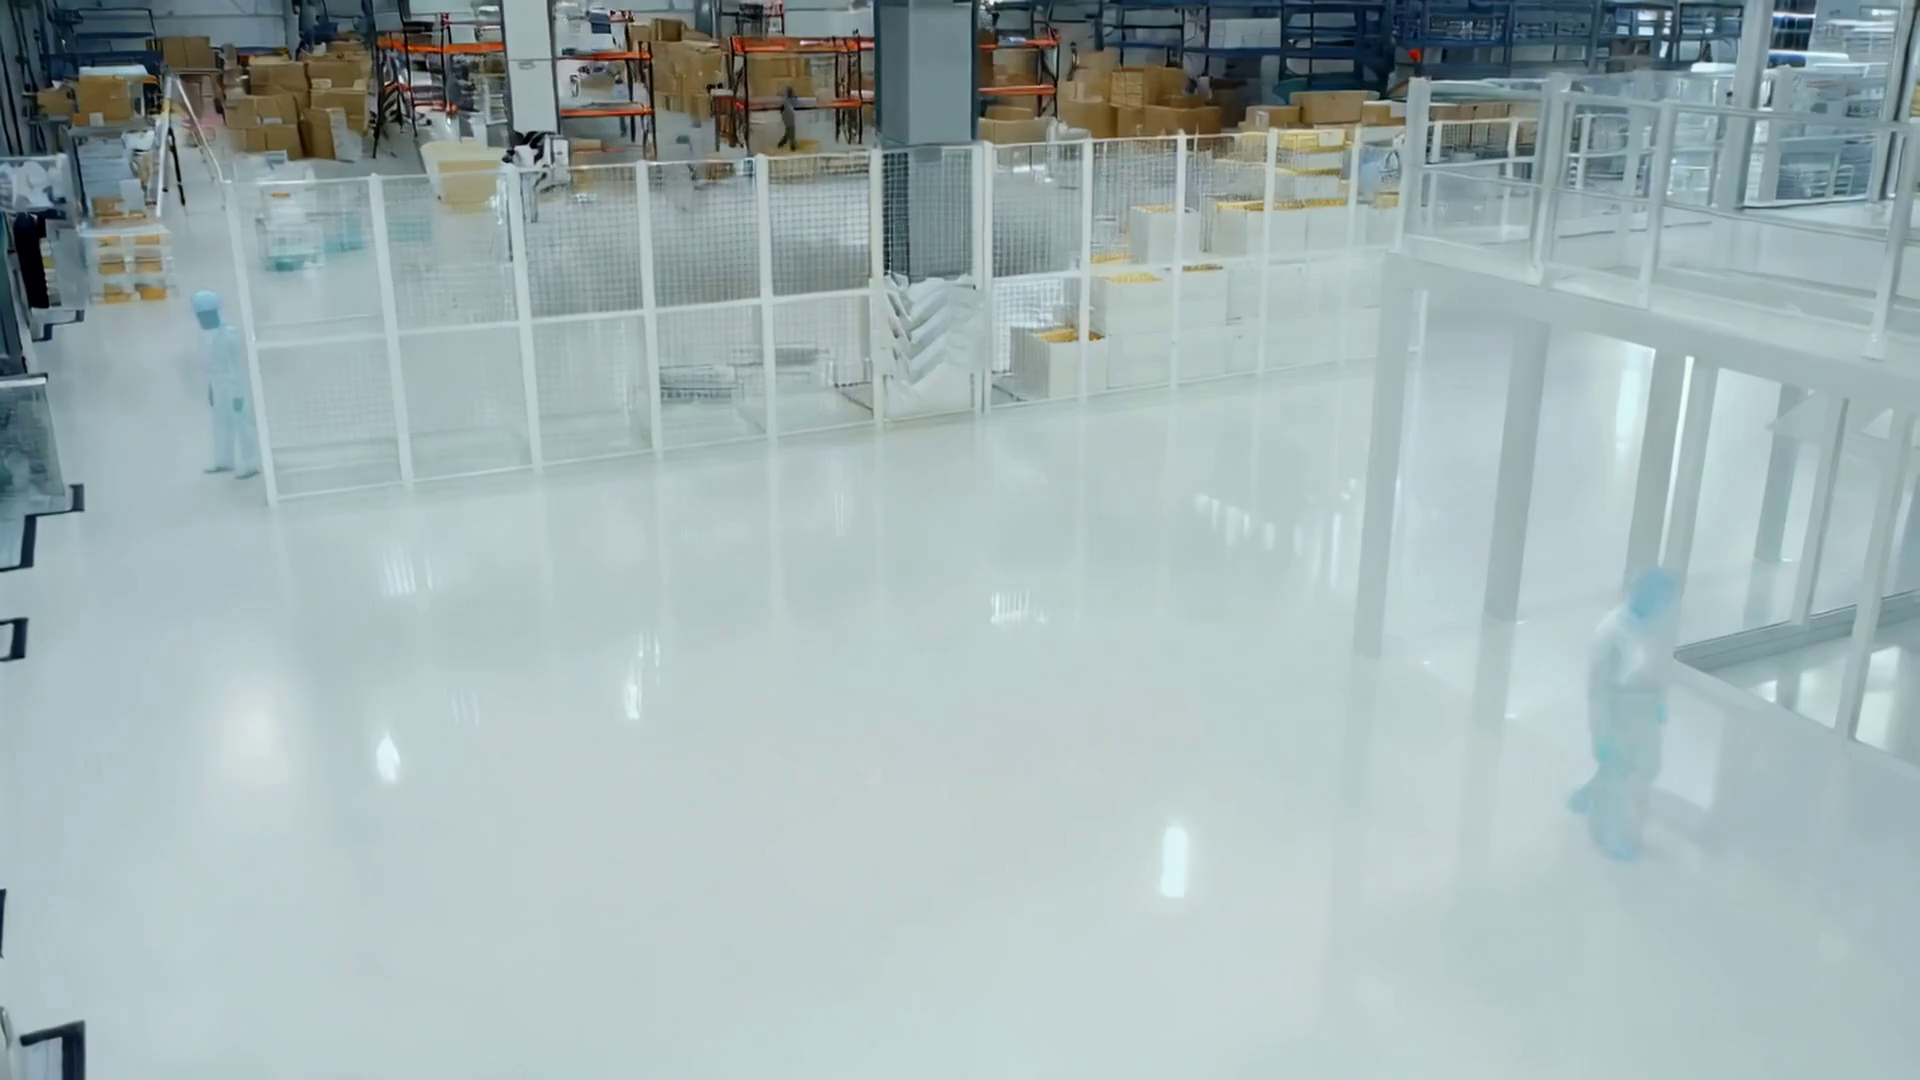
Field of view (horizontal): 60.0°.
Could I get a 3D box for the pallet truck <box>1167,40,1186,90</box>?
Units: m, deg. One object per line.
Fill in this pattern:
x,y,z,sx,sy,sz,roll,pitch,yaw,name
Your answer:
9.045,-19.971,69.895,0.823,1.965,1.885,-3,19,-8,pallet truck

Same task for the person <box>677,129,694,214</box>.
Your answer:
-5.698,-7.655,34.594,0.383,1.727,0.493,-6,20,-17,person

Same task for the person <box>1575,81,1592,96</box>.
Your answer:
18.529,-12.794,49.201,0.611,1.927,0.934,-13,23,-32,person

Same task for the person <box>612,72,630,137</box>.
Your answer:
-10.233,-13.145,50.231,0.590,1.926,0.394,-15,24,-37,person

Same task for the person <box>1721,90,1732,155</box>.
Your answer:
19.340,-10.351,42.012,0.388,1.992,0.625,11,22,30,person

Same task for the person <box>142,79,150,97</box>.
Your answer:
-25.062,-13.435,51.504,0.520,1.633,0.312,9,21,25,person

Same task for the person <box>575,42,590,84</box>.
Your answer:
-16.273,-20.472,71.542,0.649,1.883,1.036,12,22,30,person

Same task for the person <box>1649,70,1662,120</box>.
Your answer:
22.873,-14.664,54.992,0.459,1.682,0.537,-14,23,-34,person

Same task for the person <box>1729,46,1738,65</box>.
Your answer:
33.529,-20.635,72.314,0.735,1.670,0.529,-2,19,-5,person

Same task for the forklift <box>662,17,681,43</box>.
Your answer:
-12.585,-21.509,73.021,1.873,2.768,1.129,11,22,29,forklift

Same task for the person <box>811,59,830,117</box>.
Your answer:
-4.770,-15.501,57.027,0.627,1.940,0.370,-4,19,-11,person

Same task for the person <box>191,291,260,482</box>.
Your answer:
-7.338,-1.534,16.569,0.591,1.923,0.395,15,24,38,person

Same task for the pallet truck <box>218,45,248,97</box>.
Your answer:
-28.879,-18.665,66.111,0.823,1.965,1.885,-3,19,-9,pallet truck

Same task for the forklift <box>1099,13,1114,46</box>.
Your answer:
6.959,-23.585,79.039,1.873,2.768,1.129,-9,21,-25,forklift

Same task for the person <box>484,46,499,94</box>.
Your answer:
-18.472,-18.470,65.634,0.544,1.939,0.372,-11,22,-29,person

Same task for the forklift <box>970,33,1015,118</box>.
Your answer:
0.805,-15.326,55.097,1.873,2.768,1.129,-9,21,-25,forklift

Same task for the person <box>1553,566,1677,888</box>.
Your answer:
3.706,1.000,9.366,0.679,1.823,0.525,-17,26,-41,person

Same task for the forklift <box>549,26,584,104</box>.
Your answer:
-15.198,-17.705,61.995,1.873,2.768,1.129,-9,21,-25,forklift

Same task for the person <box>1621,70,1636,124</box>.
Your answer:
21.800,-14.466,54.357,0.842,1.726,0.535,-11,22,-29,person

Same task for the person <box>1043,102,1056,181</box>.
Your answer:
2.152,-9.596,40.033,0.331,1.862,0.505,0,19,1,person

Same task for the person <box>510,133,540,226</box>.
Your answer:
-8.613,-7.100,32.848,0.429,1.832,0.628,15,24,36,person

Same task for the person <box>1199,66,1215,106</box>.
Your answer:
8.069,-14.693,54.862,0.967,1.832,0.514,16,25,38,person

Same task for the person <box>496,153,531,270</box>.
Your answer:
-7.583,-5.587,28.273,0.616,1.946,0.392,-16,25,-39,person

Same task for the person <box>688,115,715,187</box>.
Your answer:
-6.080,-9.052,38.745,0.812,1.643,0.557,14,24,35,person

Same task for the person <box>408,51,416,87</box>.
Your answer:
-21.103,-17.729,63.577,0.527,1.876,0.616,13,23,32,person

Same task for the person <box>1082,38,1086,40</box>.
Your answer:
5.939,-23.339,80.197,0.514,1.642,0.310,10,21,26,person

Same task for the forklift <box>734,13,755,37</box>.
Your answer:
-10.219,-23.674,79.298,1.129,2.768,1.873,-9,21,-25,forklift

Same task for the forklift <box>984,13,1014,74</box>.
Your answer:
1.514,-23.470,78.706,1.873,2.768,1.129,12,22,31,forklift

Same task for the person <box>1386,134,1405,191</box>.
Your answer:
8.342,-6.729,31.626,0.545,1.925,0.382,-9,21,-24,person

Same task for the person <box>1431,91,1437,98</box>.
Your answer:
12.014,-10.627,42.964,0.592,1.889,0.558,10,21,26,person

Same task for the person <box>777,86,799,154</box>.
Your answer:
-4.712,-11.518,45.652,0.488,1.826,0.506,-10,22,-27,person

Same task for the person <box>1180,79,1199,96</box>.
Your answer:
6.629,-12.206,47.567,0.599,1.881,0.924,-11,22,-29,person

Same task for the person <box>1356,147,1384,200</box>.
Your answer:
7.176,-5.946,29.362,0.629,1.925,0.481,-12,22,-31,person

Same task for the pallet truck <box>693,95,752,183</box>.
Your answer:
-5.836,-9.608,39.856,0.823,1.965,1.885,10,22,27,pallet truck

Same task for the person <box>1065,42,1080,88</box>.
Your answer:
4.765,-20.153,70.584,0.757,1.893,0.597,10,22,27,person
